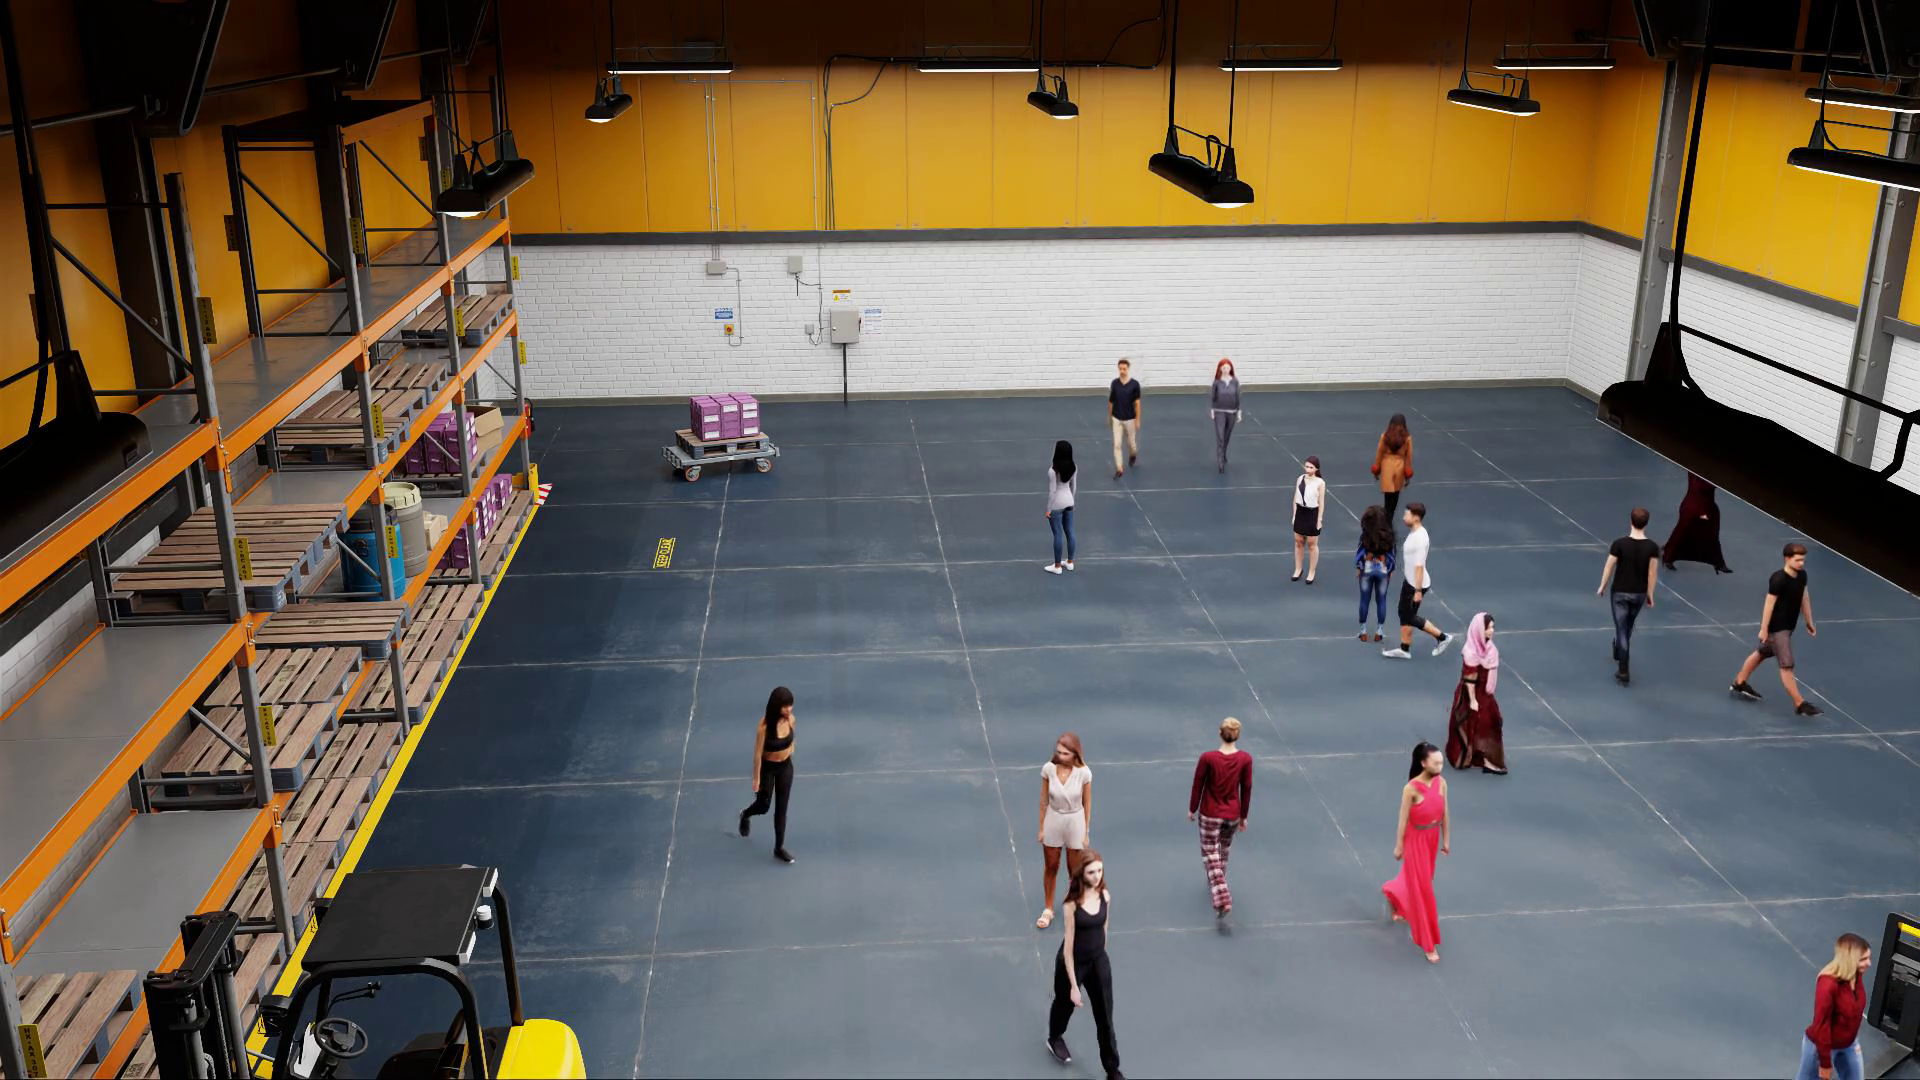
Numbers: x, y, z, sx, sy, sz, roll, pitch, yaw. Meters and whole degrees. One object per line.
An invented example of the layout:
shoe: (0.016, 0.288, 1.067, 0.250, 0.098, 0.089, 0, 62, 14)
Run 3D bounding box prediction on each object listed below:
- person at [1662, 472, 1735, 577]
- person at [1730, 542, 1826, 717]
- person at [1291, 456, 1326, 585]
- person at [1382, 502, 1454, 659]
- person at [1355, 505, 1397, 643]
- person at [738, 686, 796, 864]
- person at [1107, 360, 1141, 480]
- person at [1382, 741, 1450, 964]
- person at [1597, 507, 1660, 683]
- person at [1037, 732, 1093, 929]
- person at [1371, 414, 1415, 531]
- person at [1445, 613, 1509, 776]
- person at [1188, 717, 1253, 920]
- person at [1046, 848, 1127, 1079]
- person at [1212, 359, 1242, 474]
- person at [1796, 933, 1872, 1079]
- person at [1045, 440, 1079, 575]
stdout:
person: (9.253, -0.378, 21.079, 1.067, 1.712, 1.230, -15, 24, -37)
person: (8.402, 0.879, 17.208, 1.130, 1.799, 1.336, -15, 24, -37)
person: (4.364, -0.263, 20.834, 0.629, 1.649, 0.686, 14, 23, 36)
person: (5.115, 0.477, 18.353, 0.902, 1.830, 0.983, 3, 19, 10)
person: (4.737, 0.372, 18.999, 0.675, 1.618, 0.651, 4, 19, 12)
person: (-1.642, 1.958, 14.284, 0.879, 1.620, 1.001, -14, 23, -35)
person: (2.508, -1.852, 25.266, 0.900, 1.834, 1.070, 7, 20, 19)
person: (3.549, 2.364, 12.971, 0.842, 1.689, 1.099, -9, 21, -25)
person: (7.202, 0.625, 17.884, 0.901, 1.850, 1.264, 3, 19, 8)
person: (0.835, 2.282, 13.204, 0.637, 1.696, 0.648, 4, 19, 13)
person: (5.853, -0.831, 22.499, 0.921, 1.664, 1.243, 3, 19, 10)
person: (4.831, 1.441, 15.831, 0.902, 1.613, 0.997, -15, 24, -38)
person: (2.106, 2.239, 13.376, 0.675, 1.669, 0.998, -3, 19, -9)
person: (0.775, 2.879, 11.427, 0.901, 1.699, 1.160, -10, 21, -27)
person: (4.090, -1.919, 25.645, 0.632, 1.718, 1.191, 0, 19, 0)
person: (5.485, 3.202, 10.620, 0.898, 1.602, 1.056, -12, 22, -32)
person: (1.305, -0.430, 21.194, 0.688, 1.736, 0.707, -14, 23, -36)
